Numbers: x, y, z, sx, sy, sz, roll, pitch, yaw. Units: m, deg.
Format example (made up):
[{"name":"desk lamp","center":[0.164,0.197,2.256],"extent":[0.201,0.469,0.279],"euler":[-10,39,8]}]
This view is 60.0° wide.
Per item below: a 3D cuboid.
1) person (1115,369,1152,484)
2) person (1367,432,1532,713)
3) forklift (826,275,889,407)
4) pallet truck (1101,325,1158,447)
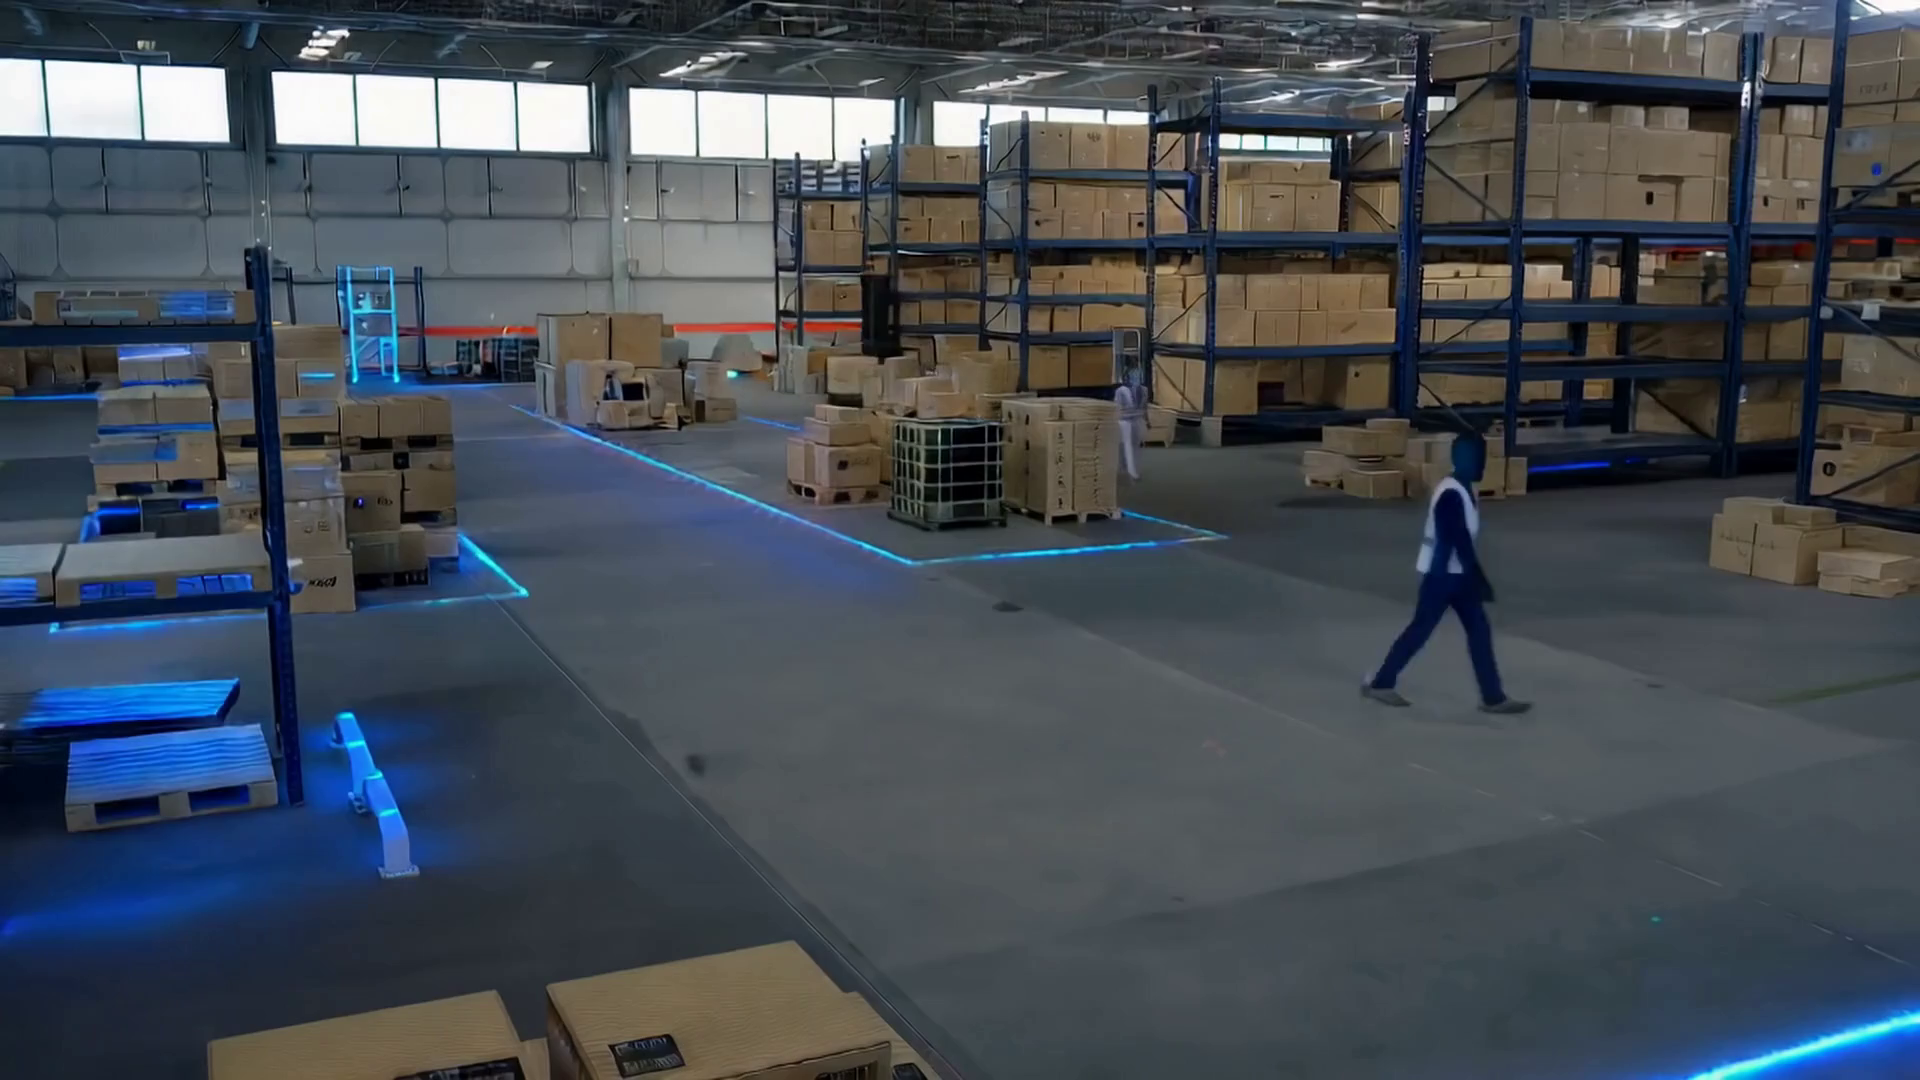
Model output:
[{"name":"person","center":[2.372,-1.583,22.962],"extent":[0.524,1.574,0.968],"euler":[-3,10,-19]},{"name":"person","center":[3.205,0.217,10.913],"extent":[1.032,1.866,0.591],"euler":[5,10,29]},{"name":"forklift","center":[-1.874,-4.331,35.958],"extent":[1.873,2.768,1.129],"euler":[-4,10,-25]},{"name":"pallet truck","center":[2.881,-2.596,27.923],"extent":[0.823,1.965,1.885],"euler":[-1,9,-7]}]
